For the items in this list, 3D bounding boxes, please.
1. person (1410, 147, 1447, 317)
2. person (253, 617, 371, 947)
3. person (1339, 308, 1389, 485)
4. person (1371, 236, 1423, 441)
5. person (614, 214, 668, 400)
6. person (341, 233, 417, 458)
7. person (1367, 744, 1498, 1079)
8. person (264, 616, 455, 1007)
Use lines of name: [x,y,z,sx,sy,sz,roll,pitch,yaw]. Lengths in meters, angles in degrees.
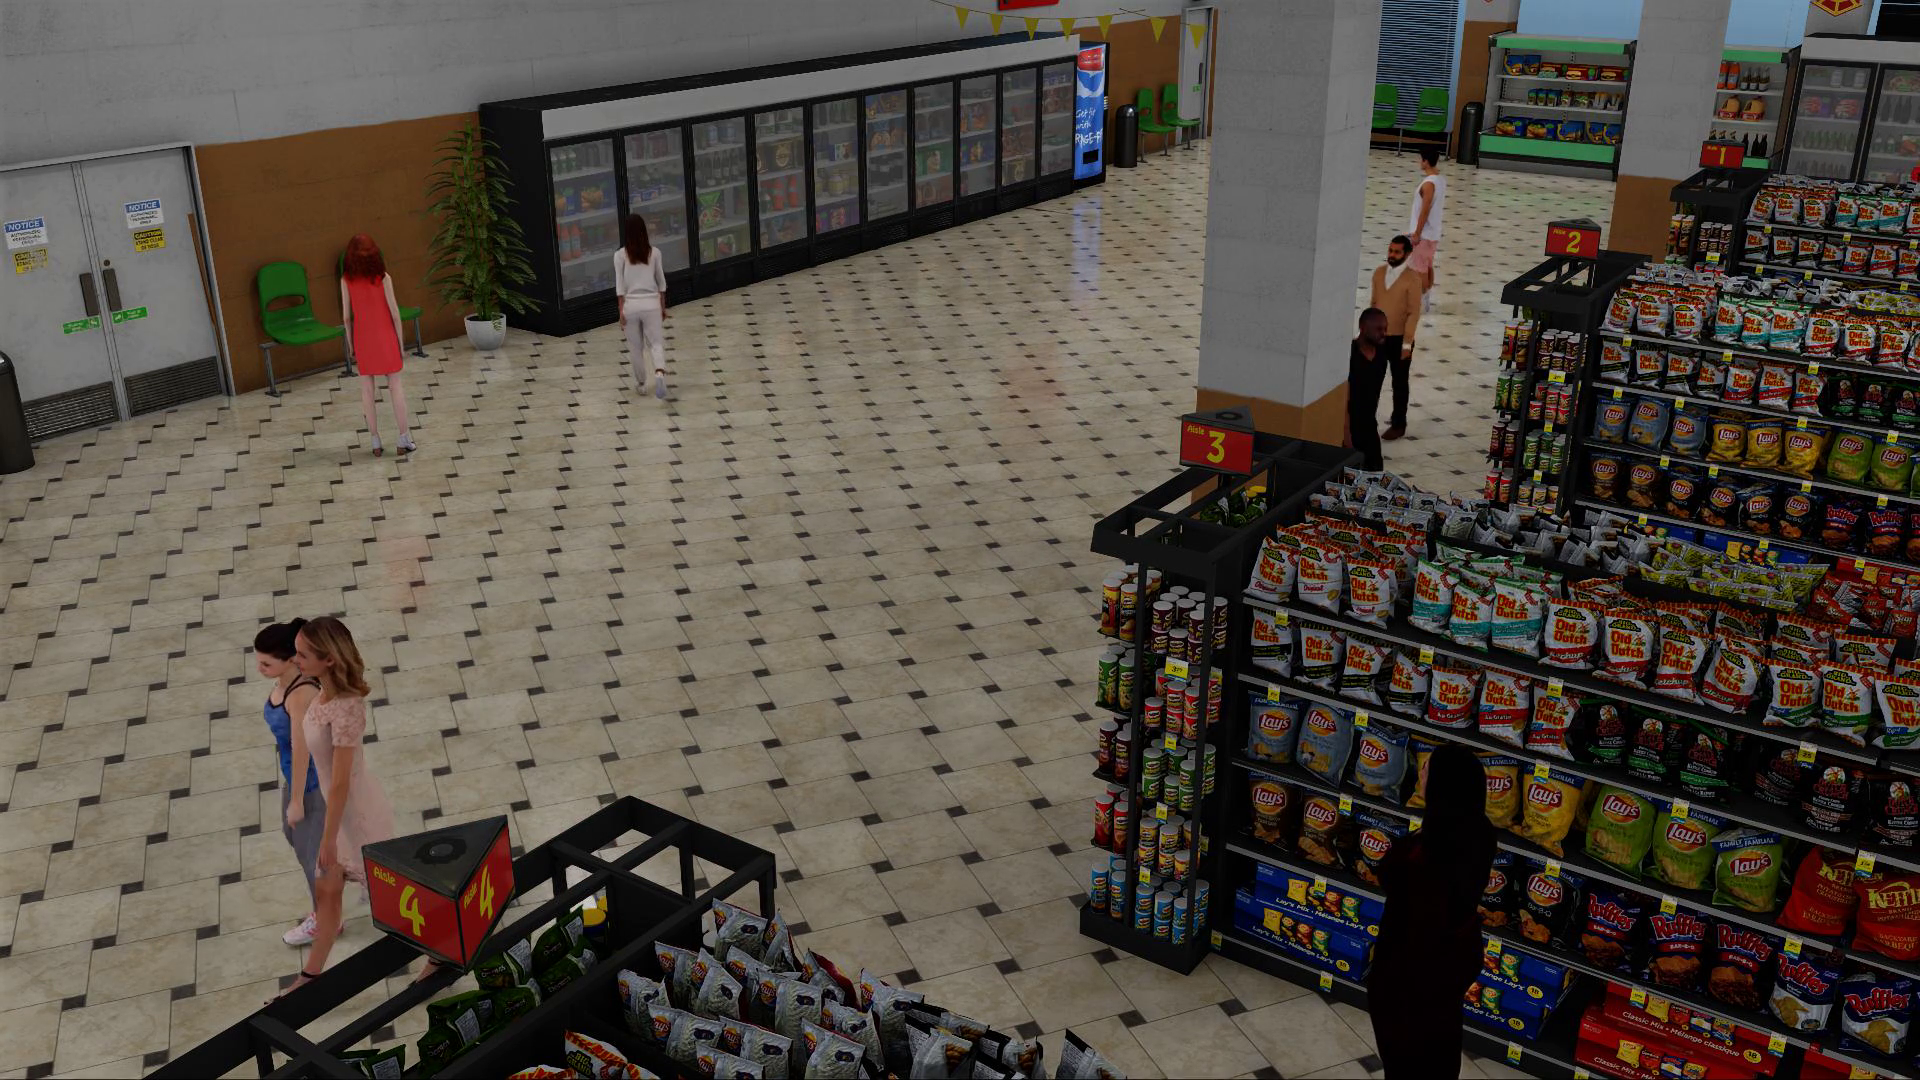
person: [5.025,-3.322,17.897,0.572,1.781,0.642,13,25,29]
person: [-2.767,1.050,7.279,0.834,1.584,0.829,-10,24,-24]
person: [2.609,-0.746,11.474,0.855,1.788,0.938,-11,24,-26]
person: [3.651,-1.680,13.875,0.865,1.731,0.881,-17,28,-37]
person: [-2.838,-2.061,14.902,0.912,1.673,1.040,-8,23,-20]
person: [-4.739,-1.574,13.485,0.640,1.827,0.728,-1,22,-3]
person: [1.669,1.512,5.897,0.577,1.758,0.654,14,26,32]
person: [-2.355,1.146,6.769,0.956,1.785,1.020,-10,24,-23]
